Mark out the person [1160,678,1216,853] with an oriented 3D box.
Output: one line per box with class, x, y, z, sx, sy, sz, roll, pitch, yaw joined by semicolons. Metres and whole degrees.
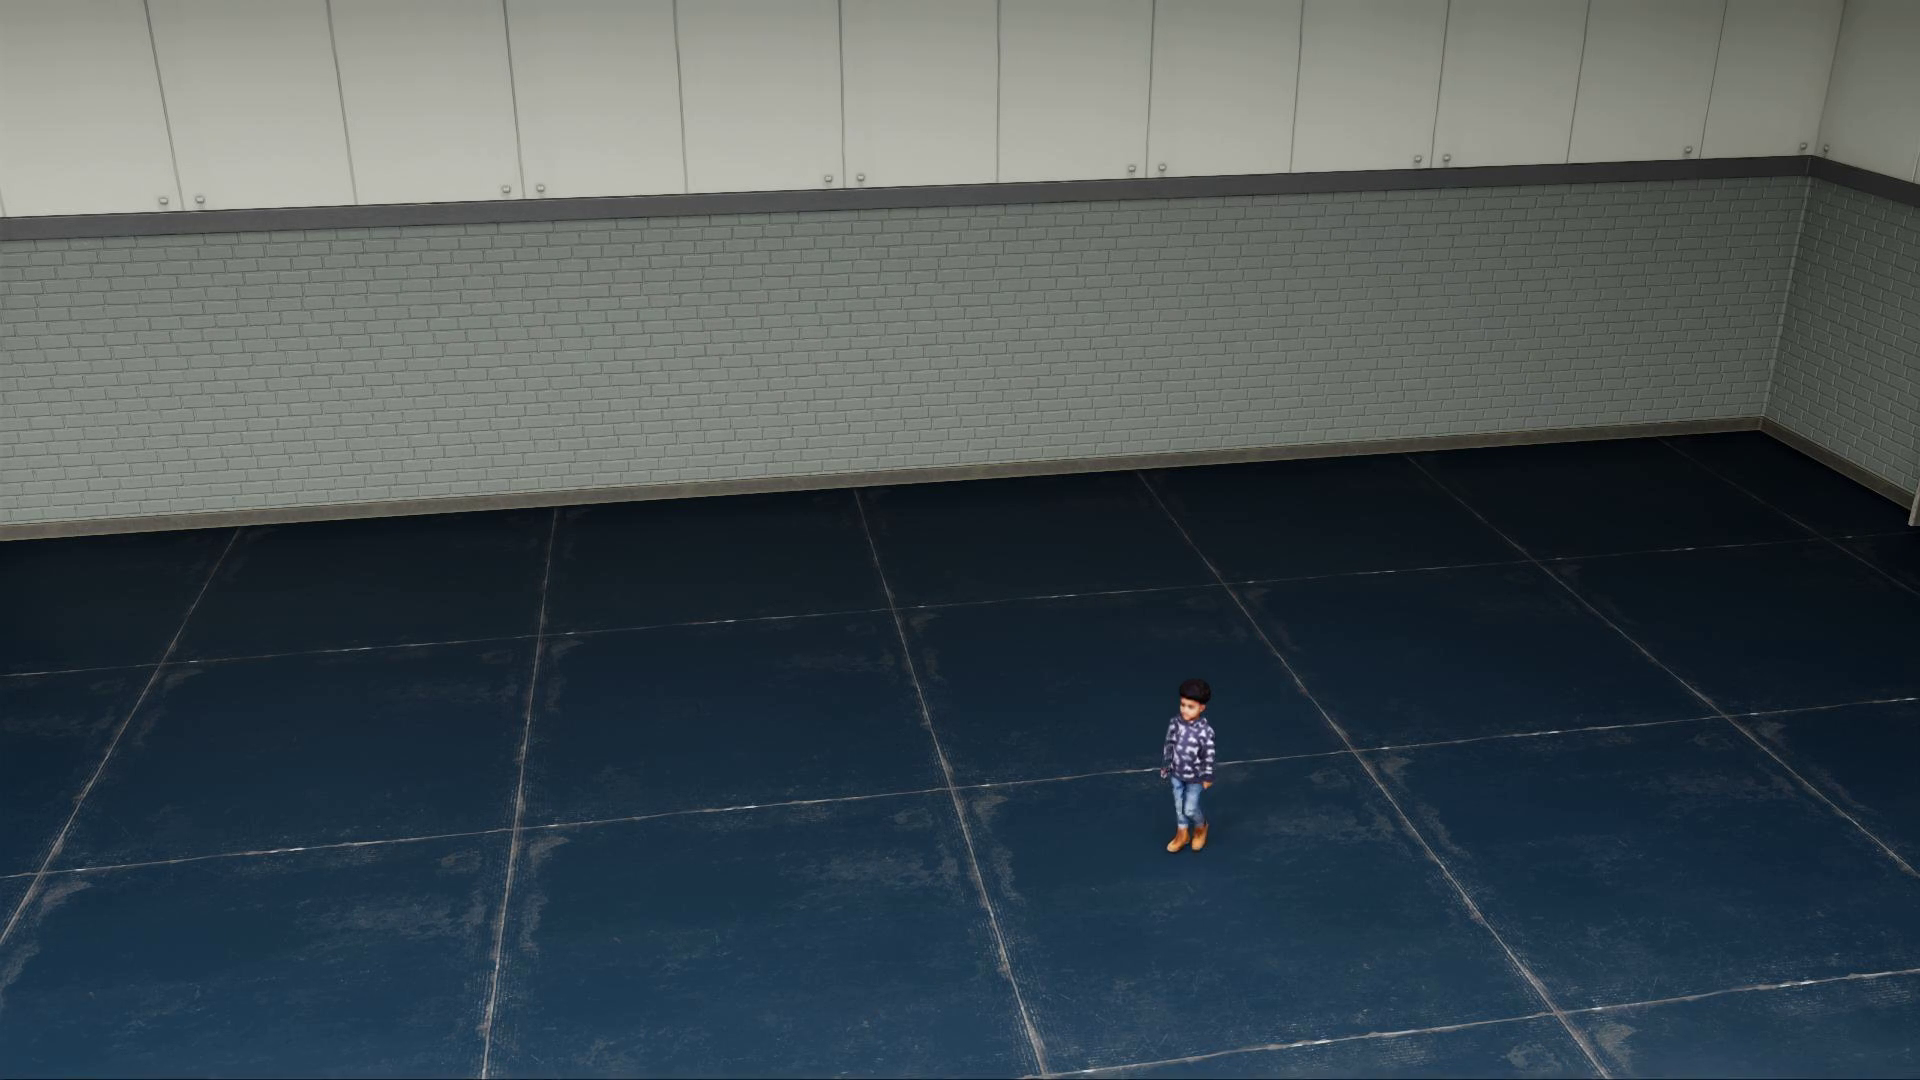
person;1.519;1.456;10.851;0.595;1.243;0.663;19;30;38
